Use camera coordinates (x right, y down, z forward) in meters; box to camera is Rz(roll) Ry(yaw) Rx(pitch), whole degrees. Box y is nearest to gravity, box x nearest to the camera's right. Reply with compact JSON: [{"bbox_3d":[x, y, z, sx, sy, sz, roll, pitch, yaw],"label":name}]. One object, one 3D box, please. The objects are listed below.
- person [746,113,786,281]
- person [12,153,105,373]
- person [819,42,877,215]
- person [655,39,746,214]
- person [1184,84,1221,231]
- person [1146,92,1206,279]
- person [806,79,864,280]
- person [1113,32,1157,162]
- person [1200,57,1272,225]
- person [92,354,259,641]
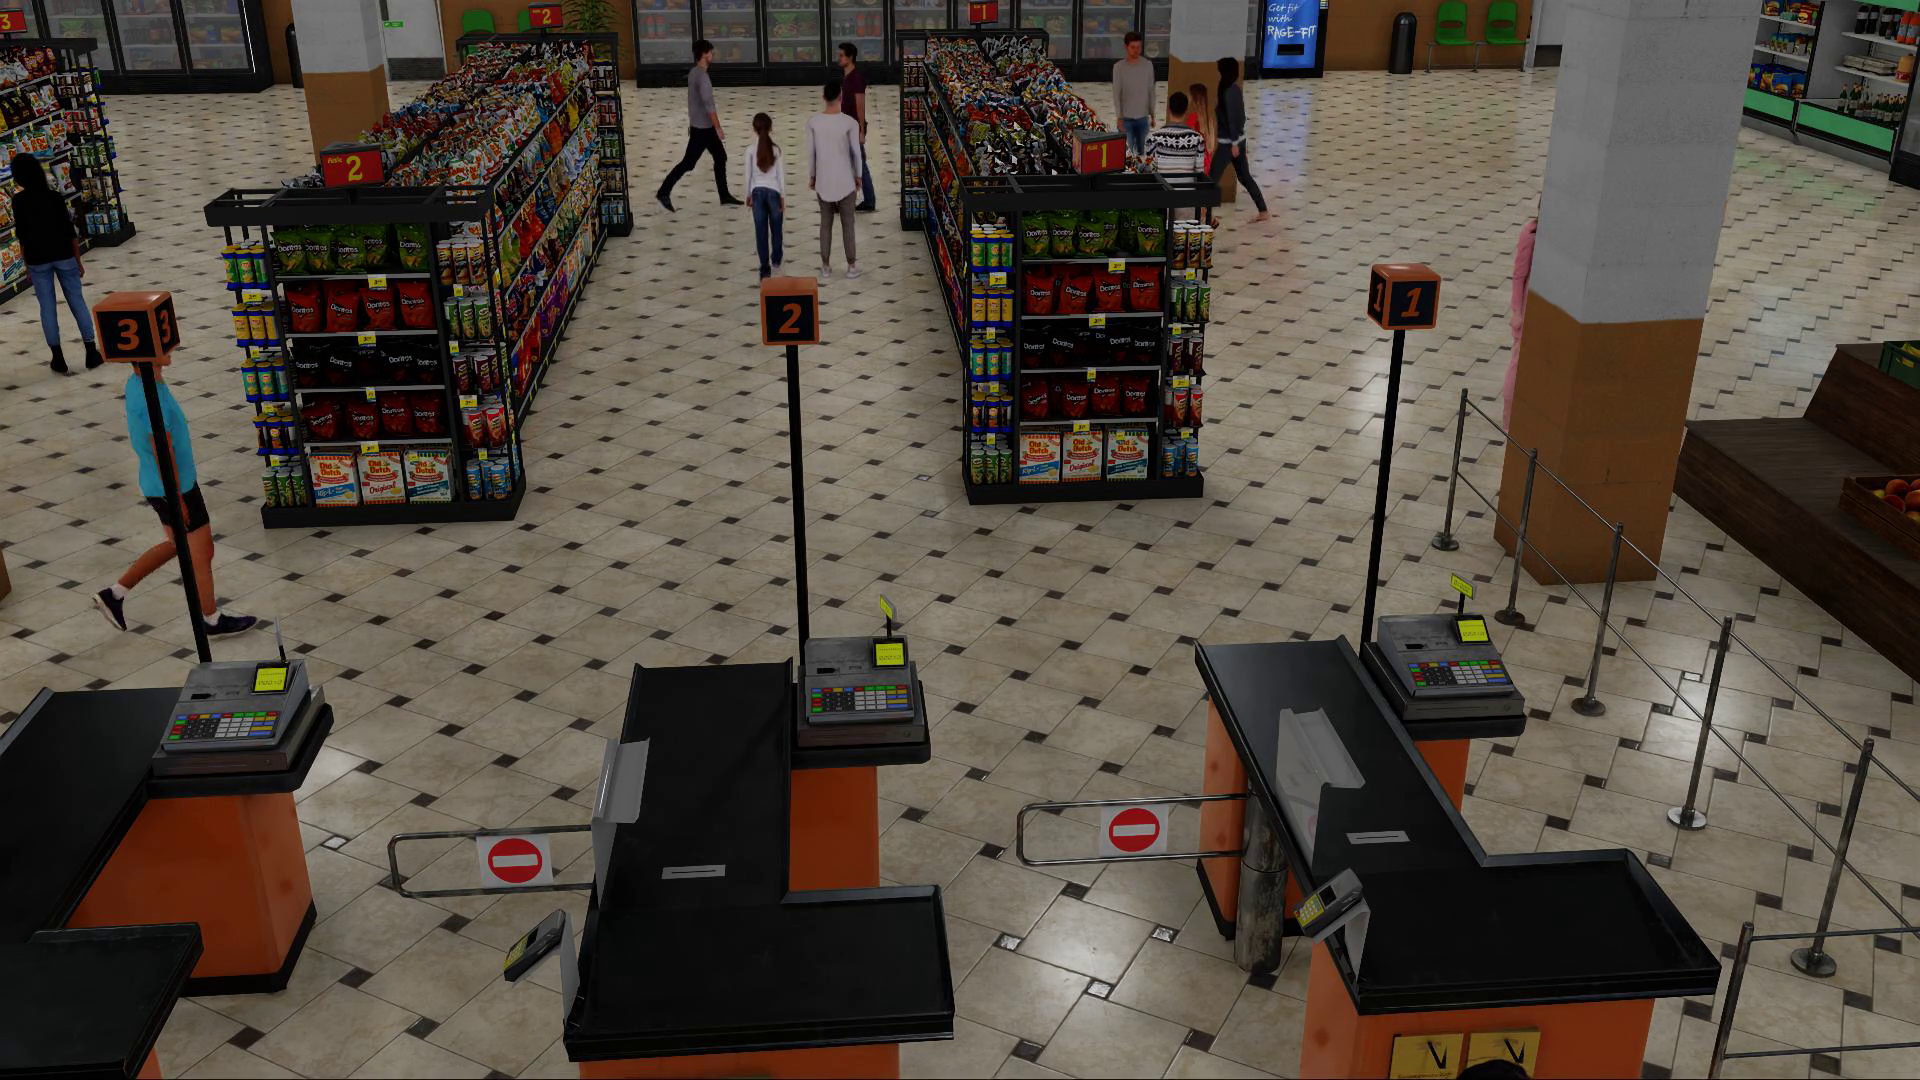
[{"bbox_3d":[-1.807,-3.141,15.430,0.544,1.518,1.001,-3,24,-7],"label":"person"},{"bbox_3d":[-7.074,-2.157,12.954,0.650,1.701,0.657,-12,27,-26],"label":"person"},{"bbox_3d":[-1.078,-4.449,18.038,0.821,1.825,0.881,-5,24,-11],"label":"person"},{"bbox_3d":[-2.907,-4.470,18.129,0.829,1.789,1.182,-4,24,-8],"label":"person"},{"bbox_3d":[2.457,-3.790,16.842,0.869,1.576,0.815,20,31,38],"label":"person"},{"bbox_3d":[1.882,-3.007,14.698,0.693,1.860,0.548,-1,24,-2],"label":"person"},{"bbox_3d":[-1.167,-3.379,15.576,0.713,1.839,0.617,3,24,7],"label":"person"},{"bbox_3d":[1.914,-4.728,18.617,0.672,1.872,0.669,-4,24,-8],"label":"person"},{"bbox_3d":[2.935,-4.137,17.463,1.061,1.714,1.203,9,25,20],"label":"person"},{"bbox_3d":[-4.145,-0.248,8.522,0.923,1.756,1.018,-12,26,-25],"label":"person"}]
